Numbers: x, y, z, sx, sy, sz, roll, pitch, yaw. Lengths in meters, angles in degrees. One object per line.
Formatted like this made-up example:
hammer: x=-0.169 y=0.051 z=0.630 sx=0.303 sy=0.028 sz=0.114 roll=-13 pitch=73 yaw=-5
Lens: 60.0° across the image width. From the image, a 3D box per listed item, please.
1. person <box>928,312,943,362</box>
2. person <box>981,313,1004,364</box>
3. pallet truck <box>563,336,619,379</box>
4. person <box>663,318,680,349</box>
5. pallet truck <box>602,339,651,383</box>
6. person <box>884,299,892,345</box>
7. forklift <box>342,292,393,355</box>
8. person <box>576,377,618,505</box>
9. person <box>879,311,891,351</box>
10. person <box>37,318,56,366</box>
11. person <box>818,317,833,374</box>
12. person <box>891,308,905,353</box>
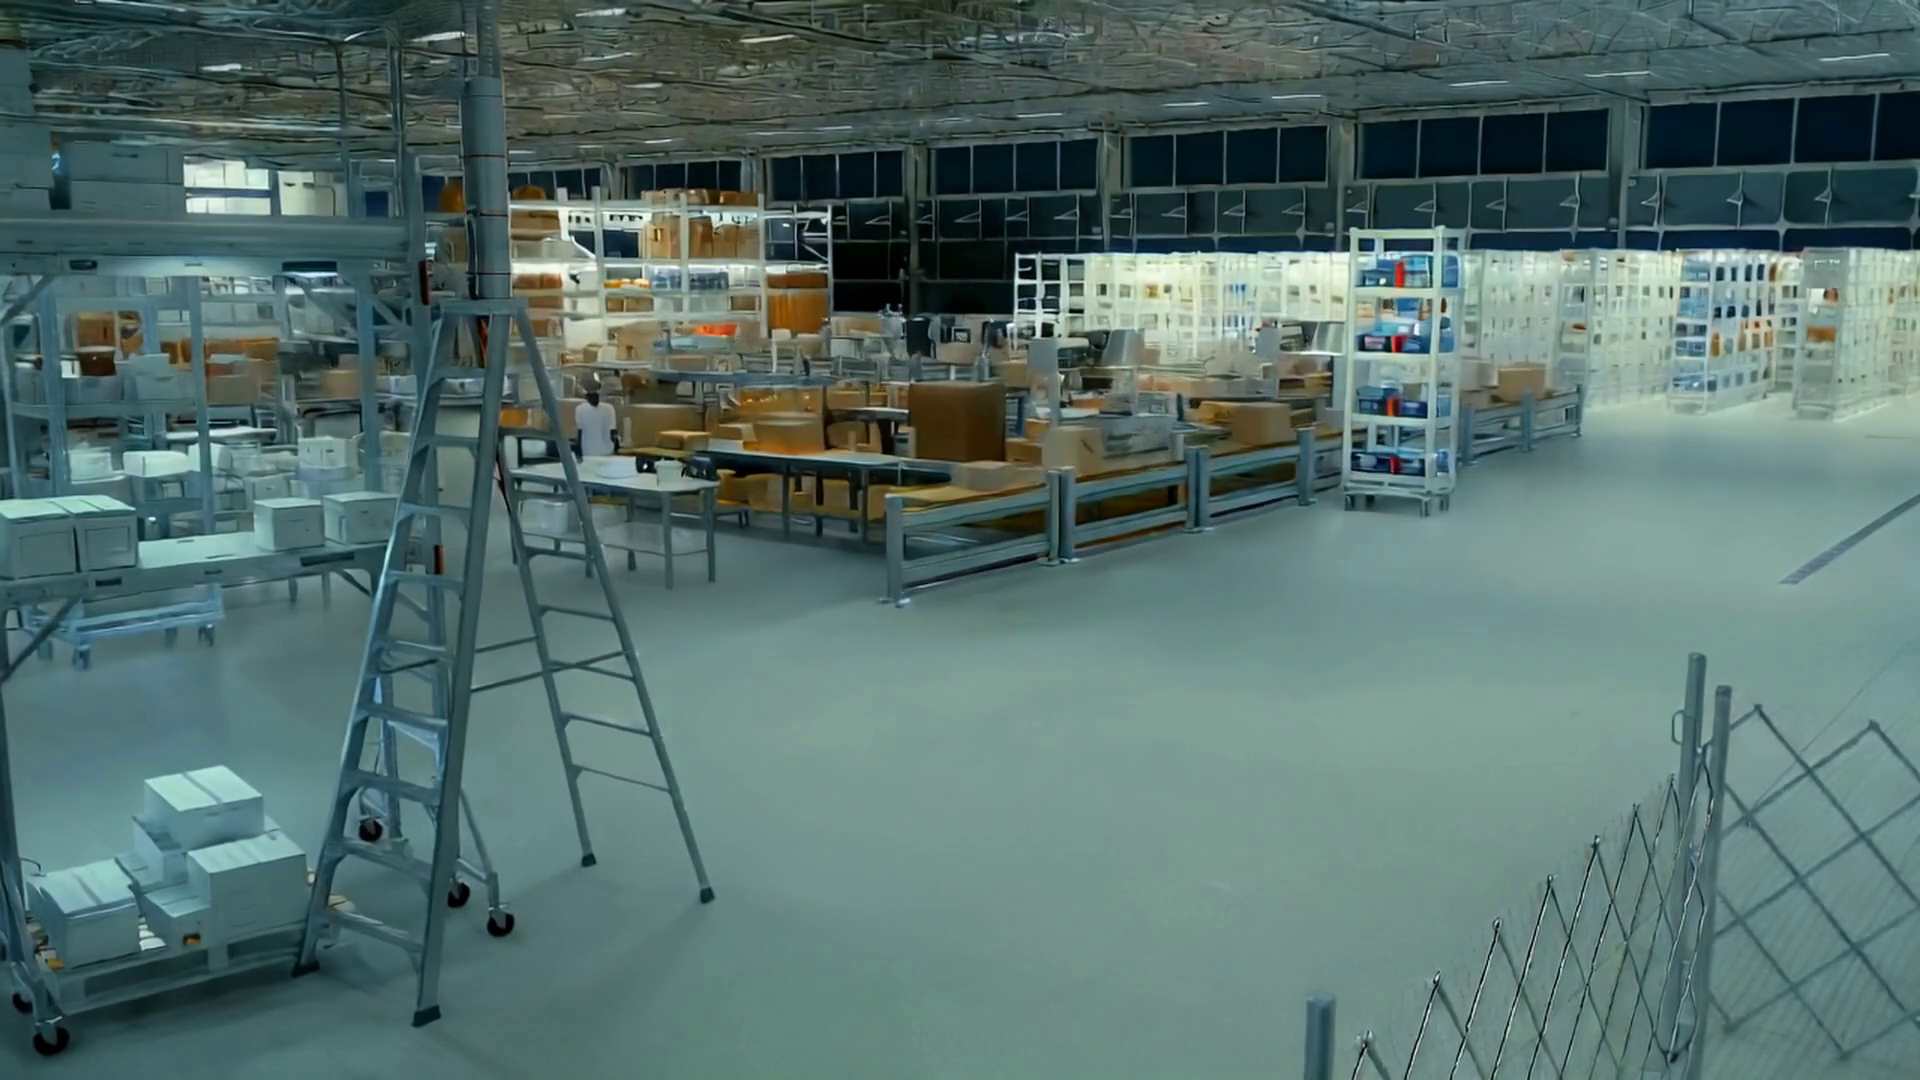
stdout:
person: x=-0.851 y=-6.840 z=56.225 sx=0.564 sy=1.751 sz=0.330 roll=-6 pitch=11 yaw=-35
person: x=0.944 y=-5.772 z=49.149 sx=0.685 sy=1.879 sz=0.773 roll=-1 pitch=9 yaw=-5
pallet truck: x=-10.690 y=-5.294 z=48.215 sx=1.601 sy=1.201 sz=0.680 roll=-5 pitch=10 yaw=-26
person: x=-7.031 y=-4.483 z=40.961 sx=0.503 sy=1.927 sz=0.595 roll=5 pitch=10 yaw=28
pallet truck: x=-8.991 y=-4.871 z=45.351 sx=0.653 sy=1.274 sz=1.630 roll=7 pitch=11 yaw=37
person: x=-3.025 y=-9.236 z=70.598 sx=0.349 sy=1.942 sz=0.545 roll=-4 pitch=10 yaw=-24
forklift: x=-16.485 y=-5.622 z=45.120 sx=1.129 sy=2.768 sz=1.873 roll=7 pitch=11 yaw=37
person: x=-4.157 y=-0.932 z=19.015 sx=0.517 sy=1.864 sz=0.334 roll=2 pitch=9 yaw=12
person: x=-2.459 y=-6.619 z=54.630 sx=0.641 sy=1.829 sz=0.575 roll=5 pitch=11 yaw=30
person: x=-29.499 y=-6.507 z=53.776 sx=0.653 sy=1.881 sz=0.853 roll=1 pitch=9 yaw=6
person: x=-3.888 y=-5.525 z=47.920 sx=0.480 sy=1.793 sz=0.625 roll=-4 pitch=10 yaw=-22
person: x=-2.333 y=-7.950 z=63.207 sx=0.512 sy=1.722 sz=0.636 roll=-3 pitch=10 yaw=-18
